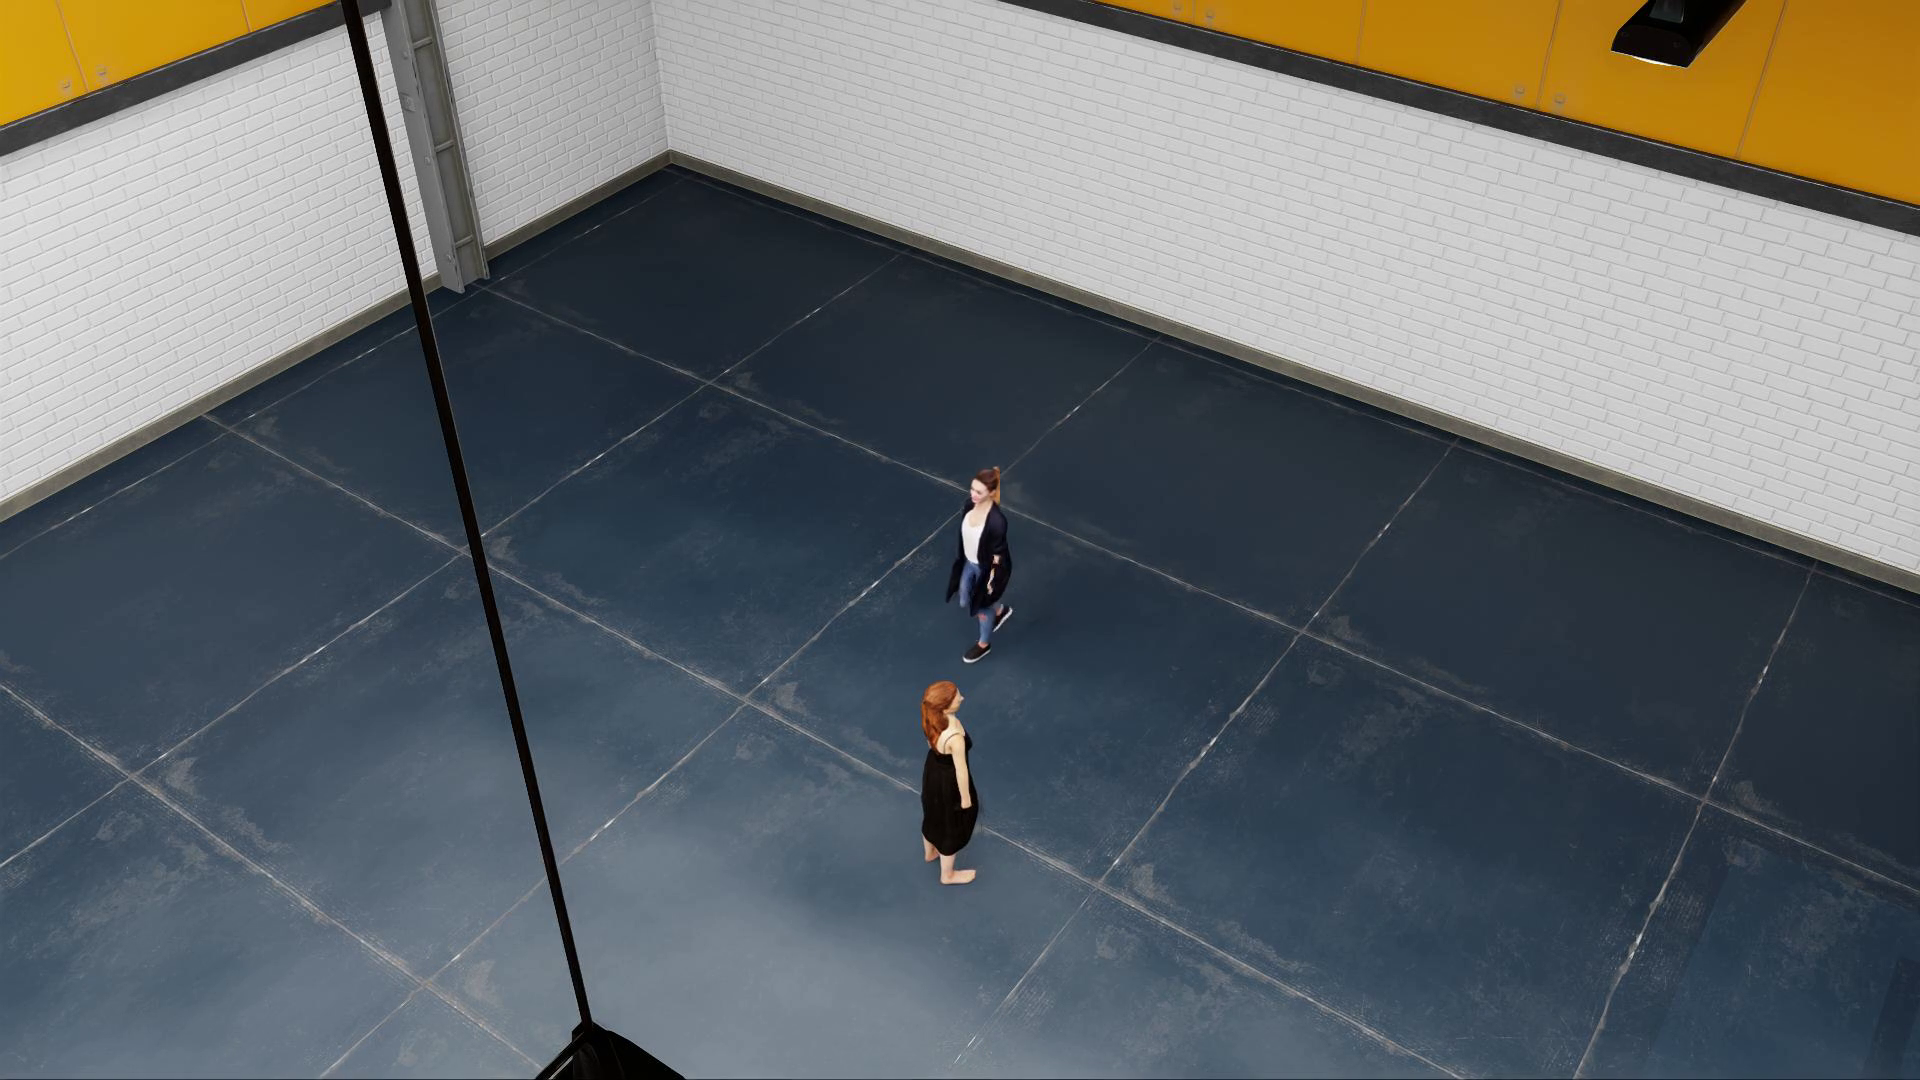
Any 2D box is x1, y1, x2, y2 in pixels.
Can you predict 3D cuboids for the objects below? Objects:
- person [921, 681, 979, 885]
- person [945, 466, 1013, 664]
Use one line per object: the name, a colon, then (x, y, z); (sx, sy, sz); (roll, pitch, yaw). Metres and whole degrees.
person: (-0.096, 1.486, 10.348); (0.700, 1.624, 0.673); (-18, 42, -21)
person: (0.236, 0.170, 11.958); (0.851, 1.672, 0.733); (-26, 45, -29)
